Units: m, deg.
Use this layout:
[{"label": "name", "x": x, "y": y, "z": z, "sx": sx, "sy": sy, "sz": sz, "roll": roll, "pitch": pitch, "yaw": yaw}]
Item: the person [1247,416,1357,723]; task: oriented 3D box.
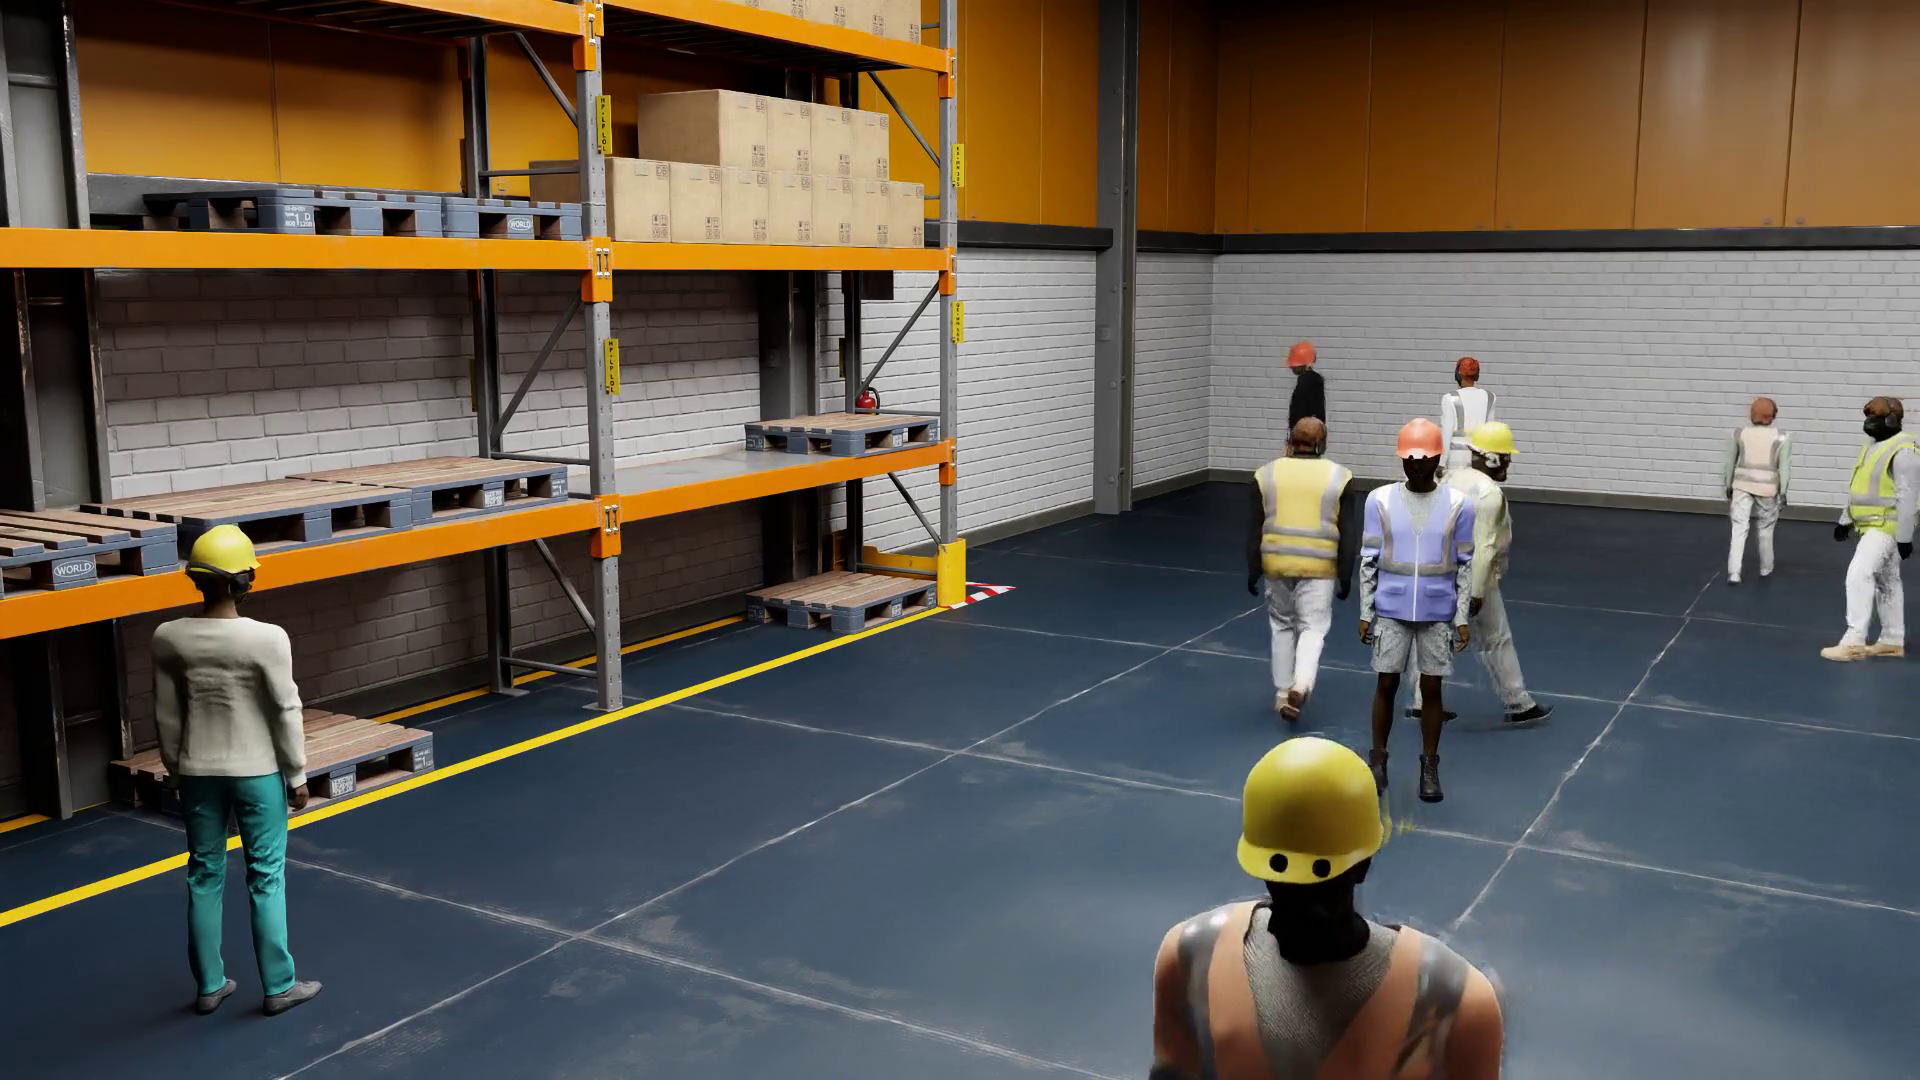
[{"label": "person", "x": 1.998, "y": 0.183, "z": 9.821, "sx": 0.642, "sy": 1.813, "sz": 0.740, "roll": 4, "pitch": 10, "yaw": 21}]

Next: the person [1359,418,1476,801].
[{"label": "person", "x": 2.277, "y": 0.355, "z": 8.330, "sx": 0.551, "sy": 1.935, "sz": 0.375, "roll": 3, "pitch": 9, "yaw": 16}]

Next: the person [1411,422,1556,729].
[{"label": "person", "x": 3.064, "y": 0.211, "z": 9.677, "sx": 0.875, "sy": 1.786, "sz": 0.608, "roll": -2, "pitch": 9, "yaw": -11}]

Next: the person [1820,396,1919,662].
[{"label": "person", "x": 6.207, "y": -0.073, "z": 11.396, "sx": 0.746, "sy": 1.818, "sz": 0.650, "roll": 2, "pitch": 9, "yaw": 12}]

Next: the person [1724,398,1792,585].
[{"label": "person", "x": 6.823, "y": -0.422, "z": 14.259, "sx": 0.532, "sy": 1.589, "sz": 0.896, "roll": 6, "pitch": 11, "yaw": 34}]

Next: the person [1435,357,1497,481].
[{"label": "person", "x": 4.659, "y": -0.743, "z": 15.348, "sx": 0.573, "sy": 1.883, "sz": 0.357, "roll": -3, "pitch": 10, "yaw": -17}]

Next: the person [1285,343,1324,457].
[{"label": "person", "x": 3.487, "y": -0.994, "z": 16.714, "sx": 0.408, "sy": 1.953, "sz": 0.732, "roll": 5, "pitch": 10, "yaw": 29}]

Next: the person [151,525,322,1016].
[{"label": "person", "x": -2.581, "y": 0.824, "z": 5.931, "sx": 0.533, "sy": 1.768, "sz": 0.310, "roll": 1, "pitch": 9, "yaw": 5}]

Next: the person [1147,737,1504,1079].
[{"label": "person", "x": 0.569, "y": 1.255, "z": 2.785, "sx": 0.596, "sy": 1.910, "sz": 0.417, "roll": 6, "pitch": 11, "yaw": 32}]
